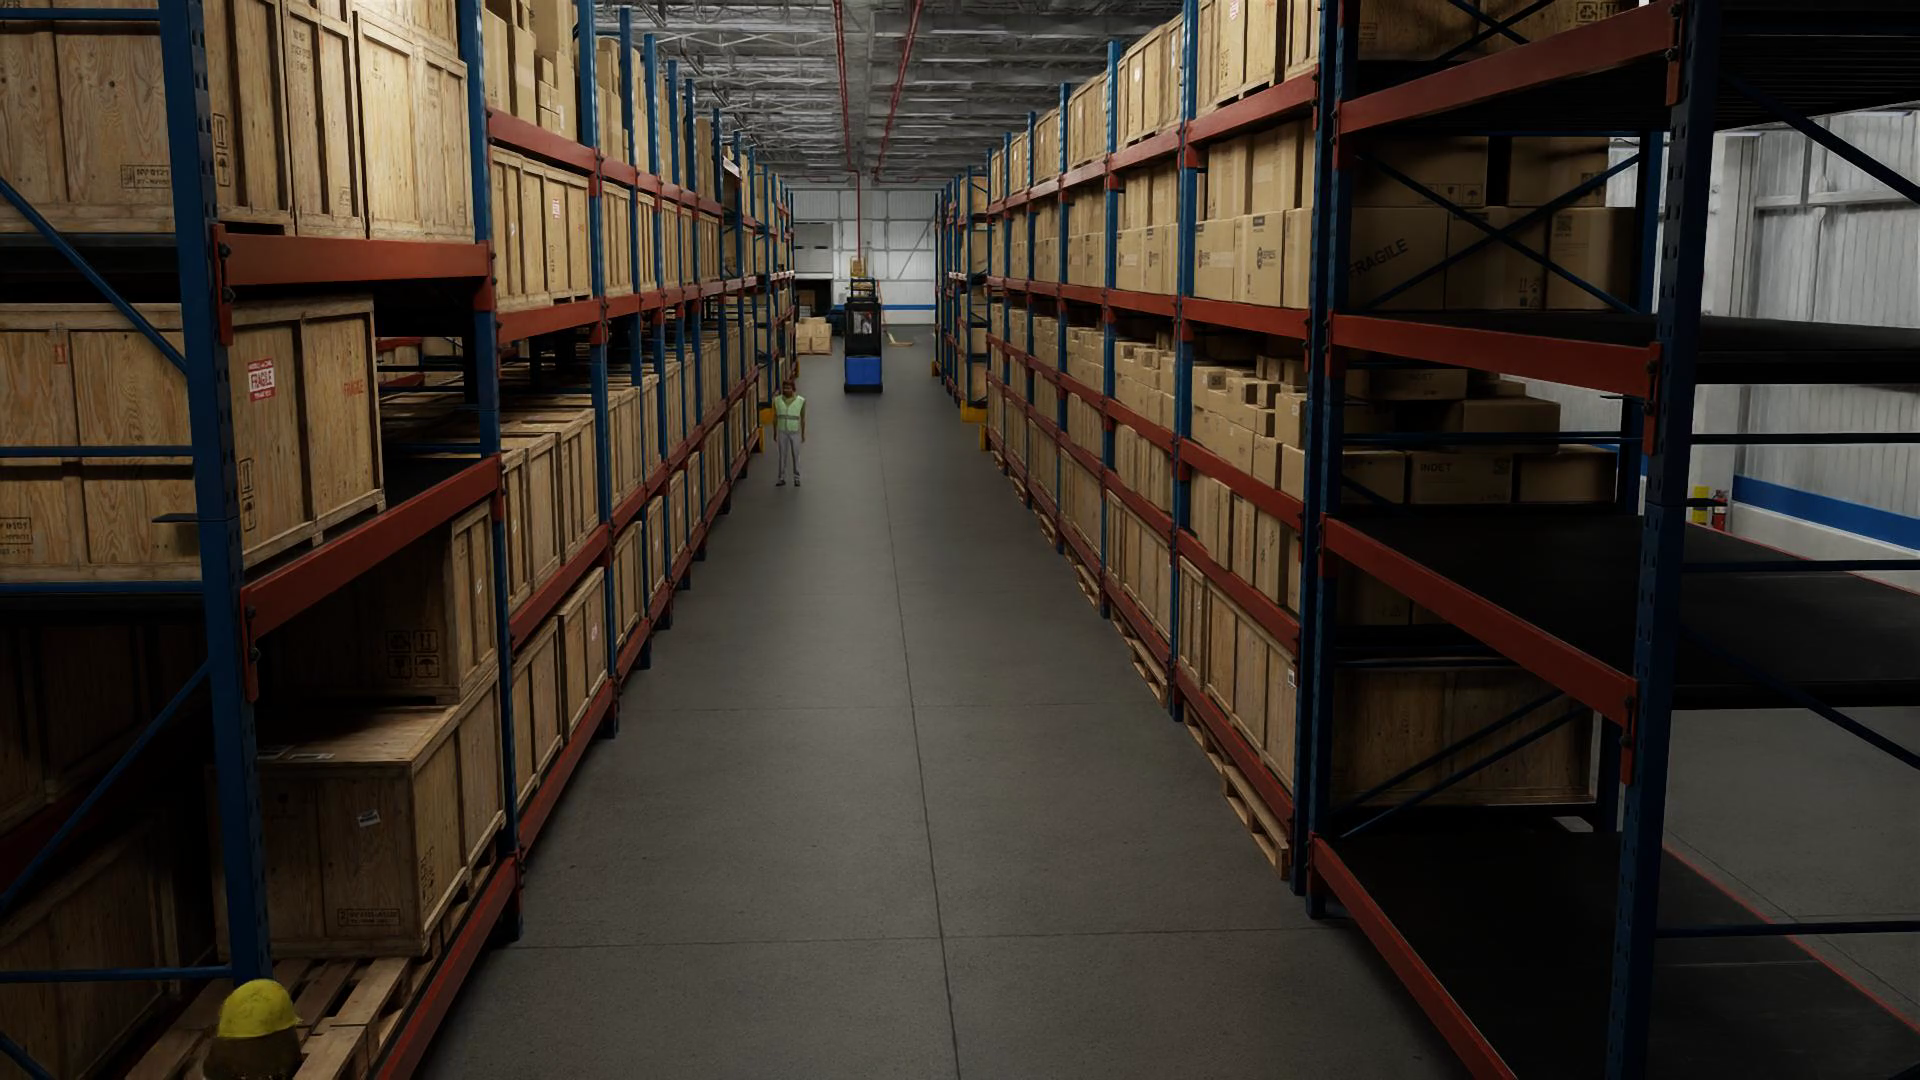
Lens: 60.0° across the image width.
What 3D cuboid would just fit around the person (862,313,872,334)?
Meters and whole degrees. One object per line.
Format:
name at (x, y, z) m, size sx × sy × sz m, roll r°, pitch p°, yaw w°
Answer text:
person at (-3.404, -7.527, 62.252) m, size 0.377 × 1.932 × 0.548 m, roll 7°, pitch 12°, yaw 34°

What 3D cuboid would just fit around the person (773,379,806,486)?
person at (-2.929, -1.845, 28.577) m, size 0.567 × 1.845 × 0.389 m, roll 1°, pitch 10°, yaw 4°

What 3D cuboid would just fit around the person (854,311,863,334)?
person at (-4.365, -8.827, 70.086) m, size 0.834 × 1.916 × 0.631 m, roll 2°, pitch 10°, yaw 13°

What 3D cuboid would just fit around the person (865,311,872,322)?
person at (-3.776, -8.640, 68.728) m, size 0.404 × 1.989 × 0.657 m, roll 4°, pitch 10°, yaw 24°

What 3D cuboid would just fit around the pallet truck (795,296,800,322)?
pallet truck at (-8.622, -12.439, 91.403) m, size 1.885 × 1.965 × 0.823 m, roll 2°, pitch 10°, yaw 13°

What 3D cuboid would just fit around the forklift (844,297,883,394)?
forklift at (-2.832, -5.700, 48.519) m, size 1.129 × 2.768 × 1.873 m, roll -1°, pitch 10°, yaw -4°

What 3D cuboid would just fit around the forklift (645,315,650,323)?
forklift at (-10.076, -6.283, 52.001) m, size 1.129 × 2.768 × 1.873 m, roll -1°, pitch 10°, yaw -3°

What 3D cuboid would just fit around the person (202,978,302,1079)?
person at (-2.135, 2.173, 4.982) m, size 0.524 × 1.715 × 0.493 m, roll -9°, pitch 13°, yaw -43°
